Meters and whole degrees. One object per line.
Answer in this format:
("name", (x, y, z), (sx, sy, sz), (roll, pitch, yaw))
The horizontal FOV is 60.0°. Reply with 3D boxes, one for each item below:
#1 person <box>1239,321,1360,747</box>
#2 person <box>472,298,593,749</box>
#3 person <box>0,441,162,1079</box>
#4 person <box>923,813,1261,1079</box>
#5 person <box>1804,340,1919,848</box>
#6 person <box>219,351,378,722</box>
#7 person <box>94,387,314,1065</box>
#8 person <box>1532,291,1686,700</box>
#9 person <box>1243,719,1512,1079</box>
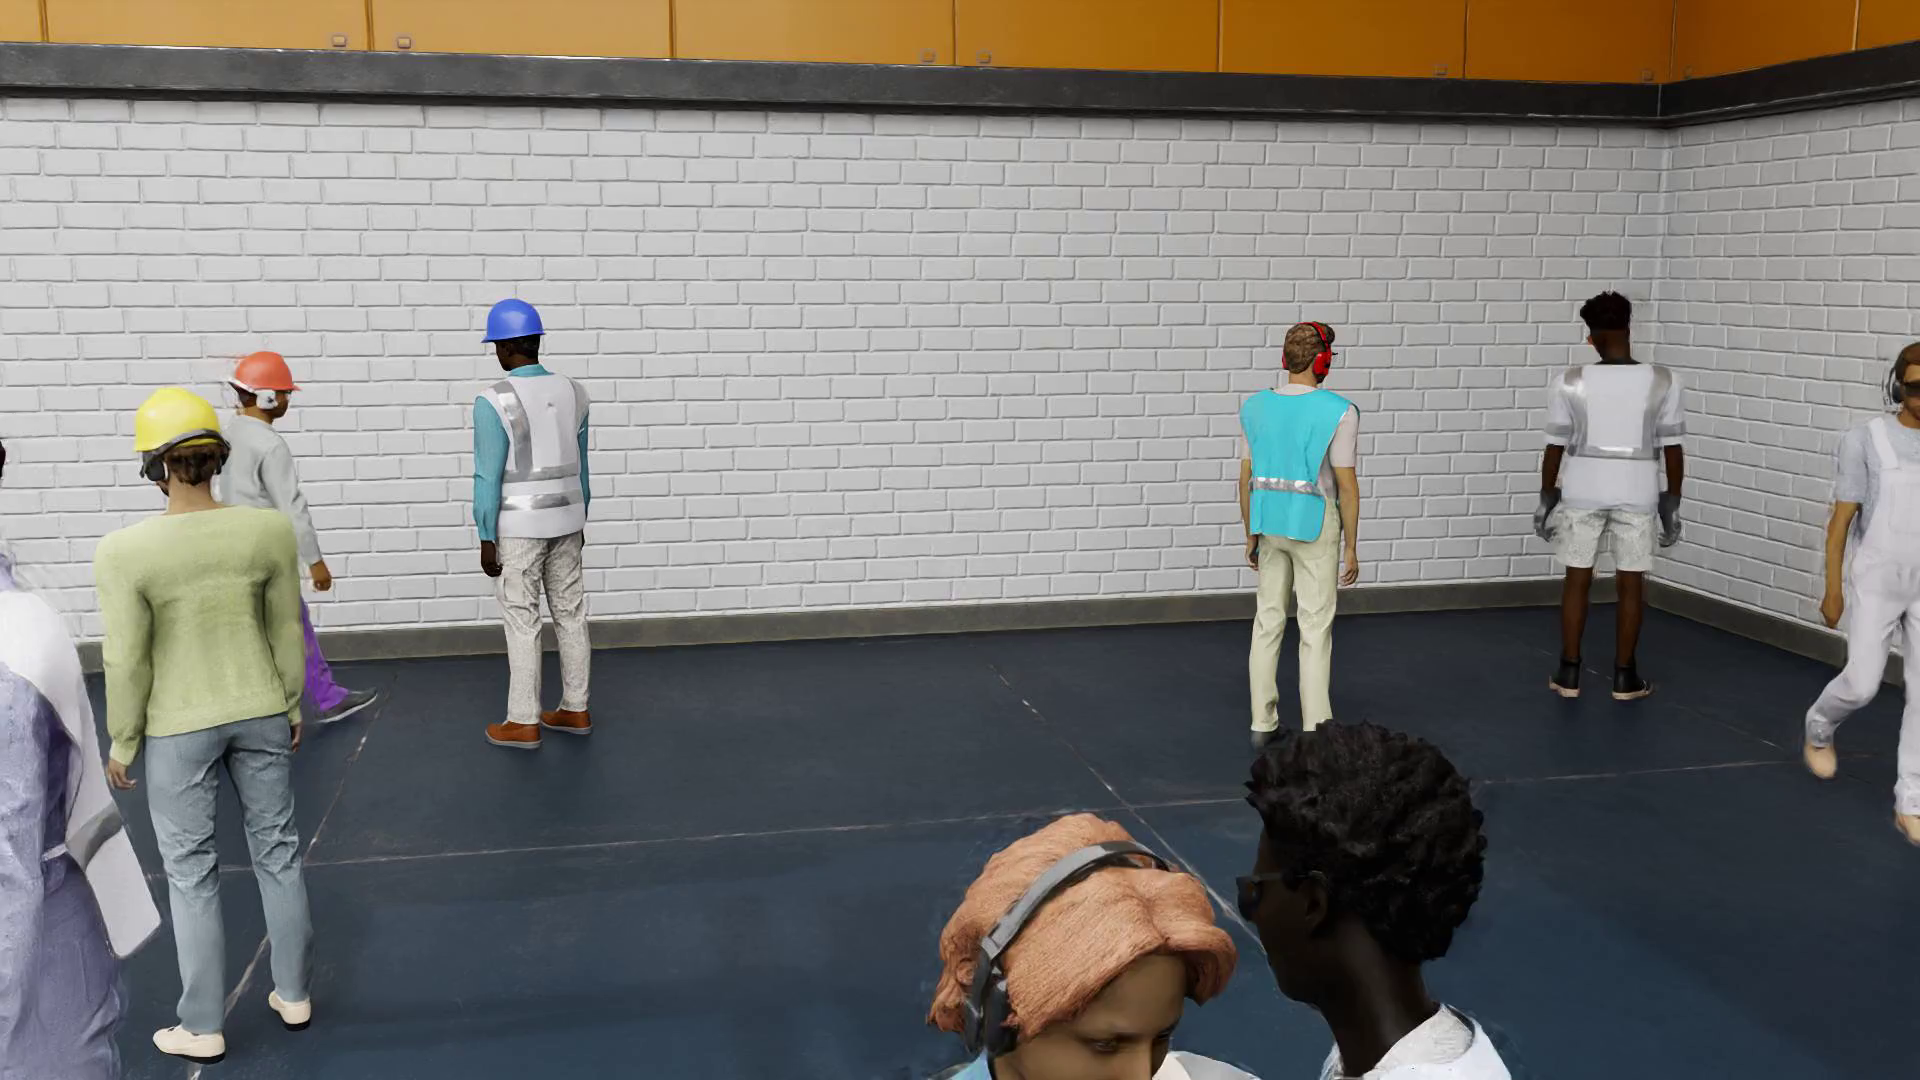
("person", (1.431, 0.001, 7.065), (0.565, 1.846, 0.388), (8, 13, 42))
("person", (-1.856, -0.068, 7.212), (0.416, 1.939, 0.605), (7, 11, 35))
("person", (-1.555, 0.700, 2.703), (0.639, 1.882, 0.530), (9, 13, 43))
("person", (0.084, 1.024, 1.503), (0.520, 1.620, 0.407), (-4, 10, -24))
("person", (3.452, 0.163, 6.178), (0.509, 1.822, 0.770), (1, 9, 4))
("person", (-2.969, 0.036, 7.262), (0.850, 1.703, 0.572), (-7, 12, -38))
("person", (-1.973, 0.483, 4.370), (0.323, 1.768, 0.523), (9, 13, 42))
("person", (3.104, -0.196, 7.957), (0.660, 1.950, 0.408), (4, 10, 20))
("person", (0.361, 1.002, 1.565), (0.746, 1.645, 0.570), (4, 10, 22))
